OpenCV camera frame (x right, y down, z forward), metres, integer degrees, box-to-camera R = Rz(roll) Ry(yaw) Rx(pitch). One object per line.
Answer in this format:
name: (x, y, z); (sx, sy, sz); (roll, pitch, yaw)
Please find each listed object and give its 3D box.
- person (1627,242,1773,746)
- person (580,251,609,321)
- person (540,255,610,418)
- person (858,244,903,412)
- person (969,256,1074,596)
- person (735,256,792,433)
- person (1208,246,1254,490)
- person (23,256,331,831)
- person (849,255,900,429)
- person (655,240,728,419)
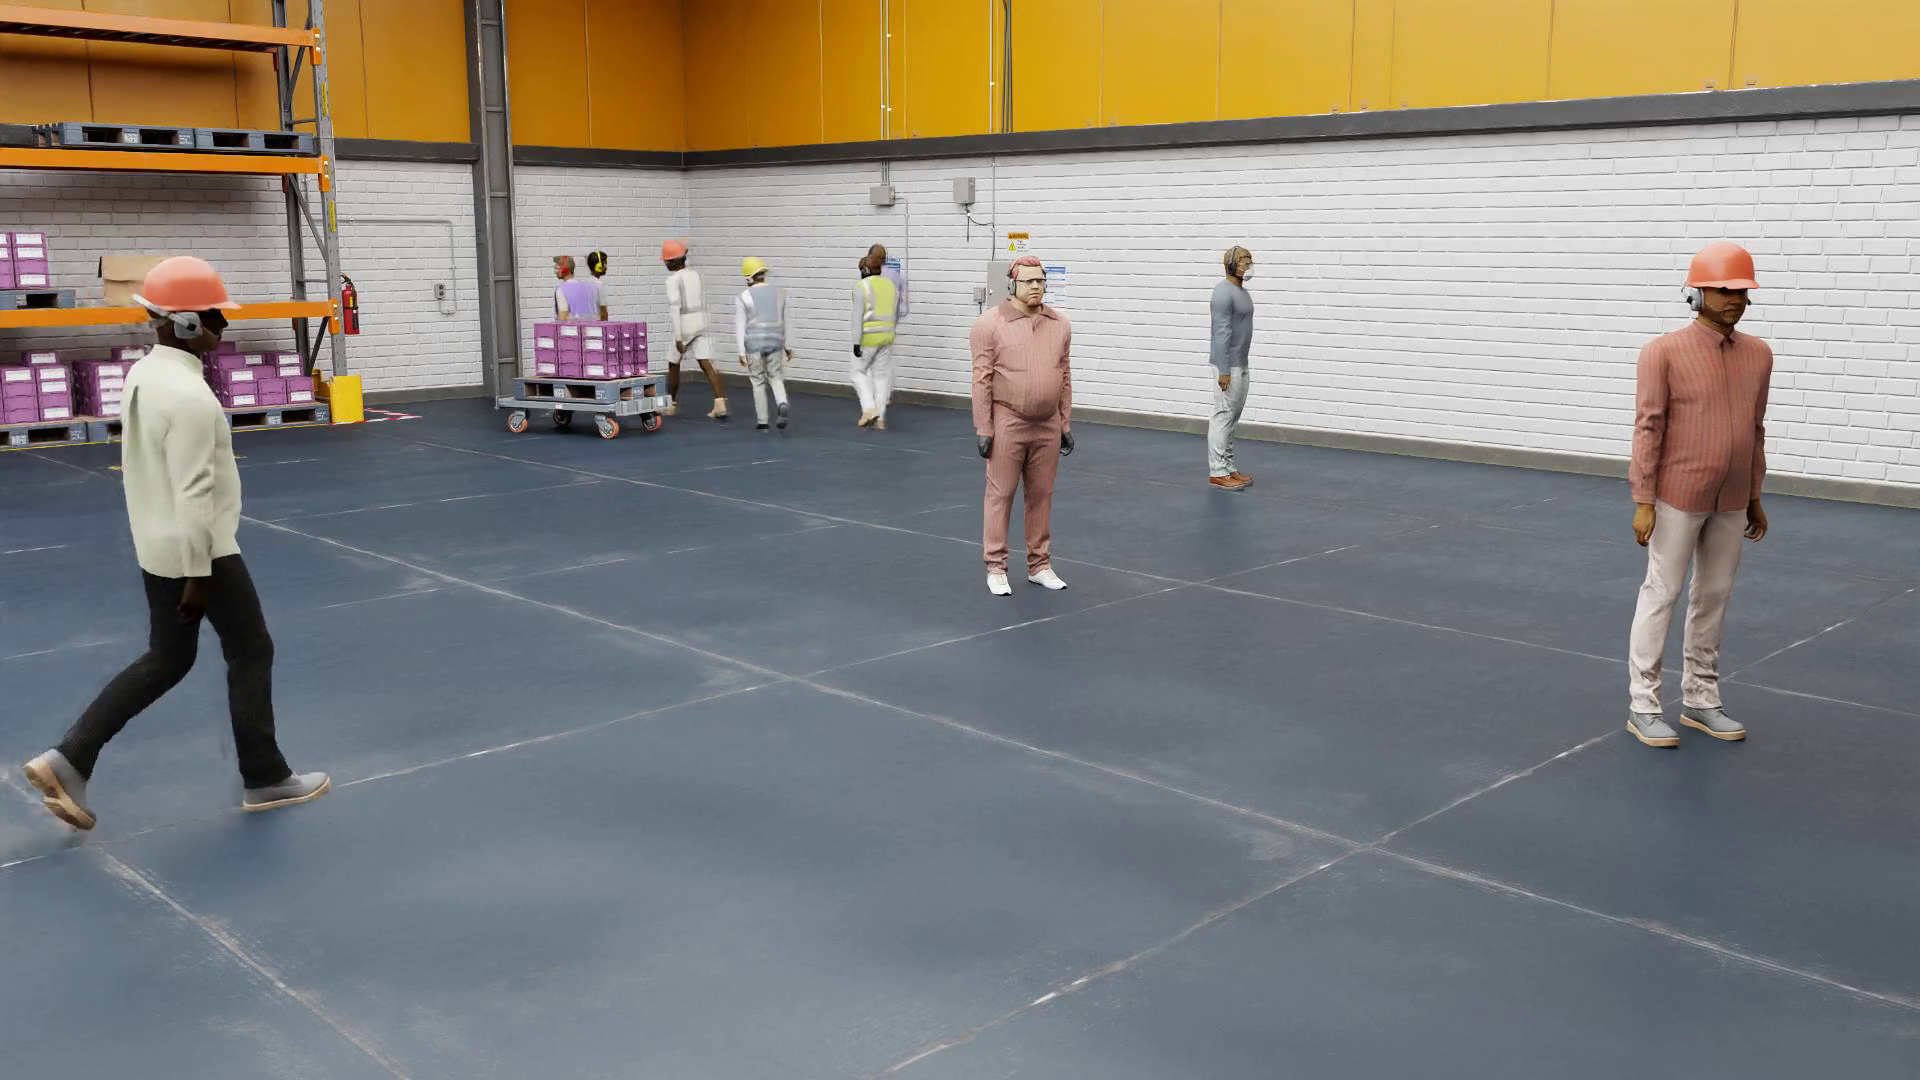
person: (2.948, -0.174, 6.617); (0.622, 1.993, 0.382); (-3, 11, -16)
person: (-4.177, -2.360, 18.949); (0.536, 1.852, 0.685); (10, 14, 43)
person: (-4.250, -2.225, 18.318); (0.799, 1.814, 0.587); (3, 11, 17)
person: (-0.946, -2.430, 19.114); (0.635, 1.924, 0.445); (-8, 13, -36)
person: (0.374, -0.645, 9.430); (0.643, 1.909, 0.410); (-5, 12, -27)
person: (-1.982, -1.975, 16.947); (0.615, 1.809, 0.545); (-5, 11, -25)
person: (2.184, -1.379, 13.339); (0.357, 1.938, 0.637); (5, 11, 23)
person: (-2.690, 0.027, 5.633); (0.605, 1.961, 0.875); (10, 14, 43)
person: (-0.903, -2.064, 17.428); (0.657, 1.811, 0.459); (-10, 14, -43)
person: (-2.995, -2.304, 18.324); (1.084, 1.974, 0.634); (7, 13, 34)
